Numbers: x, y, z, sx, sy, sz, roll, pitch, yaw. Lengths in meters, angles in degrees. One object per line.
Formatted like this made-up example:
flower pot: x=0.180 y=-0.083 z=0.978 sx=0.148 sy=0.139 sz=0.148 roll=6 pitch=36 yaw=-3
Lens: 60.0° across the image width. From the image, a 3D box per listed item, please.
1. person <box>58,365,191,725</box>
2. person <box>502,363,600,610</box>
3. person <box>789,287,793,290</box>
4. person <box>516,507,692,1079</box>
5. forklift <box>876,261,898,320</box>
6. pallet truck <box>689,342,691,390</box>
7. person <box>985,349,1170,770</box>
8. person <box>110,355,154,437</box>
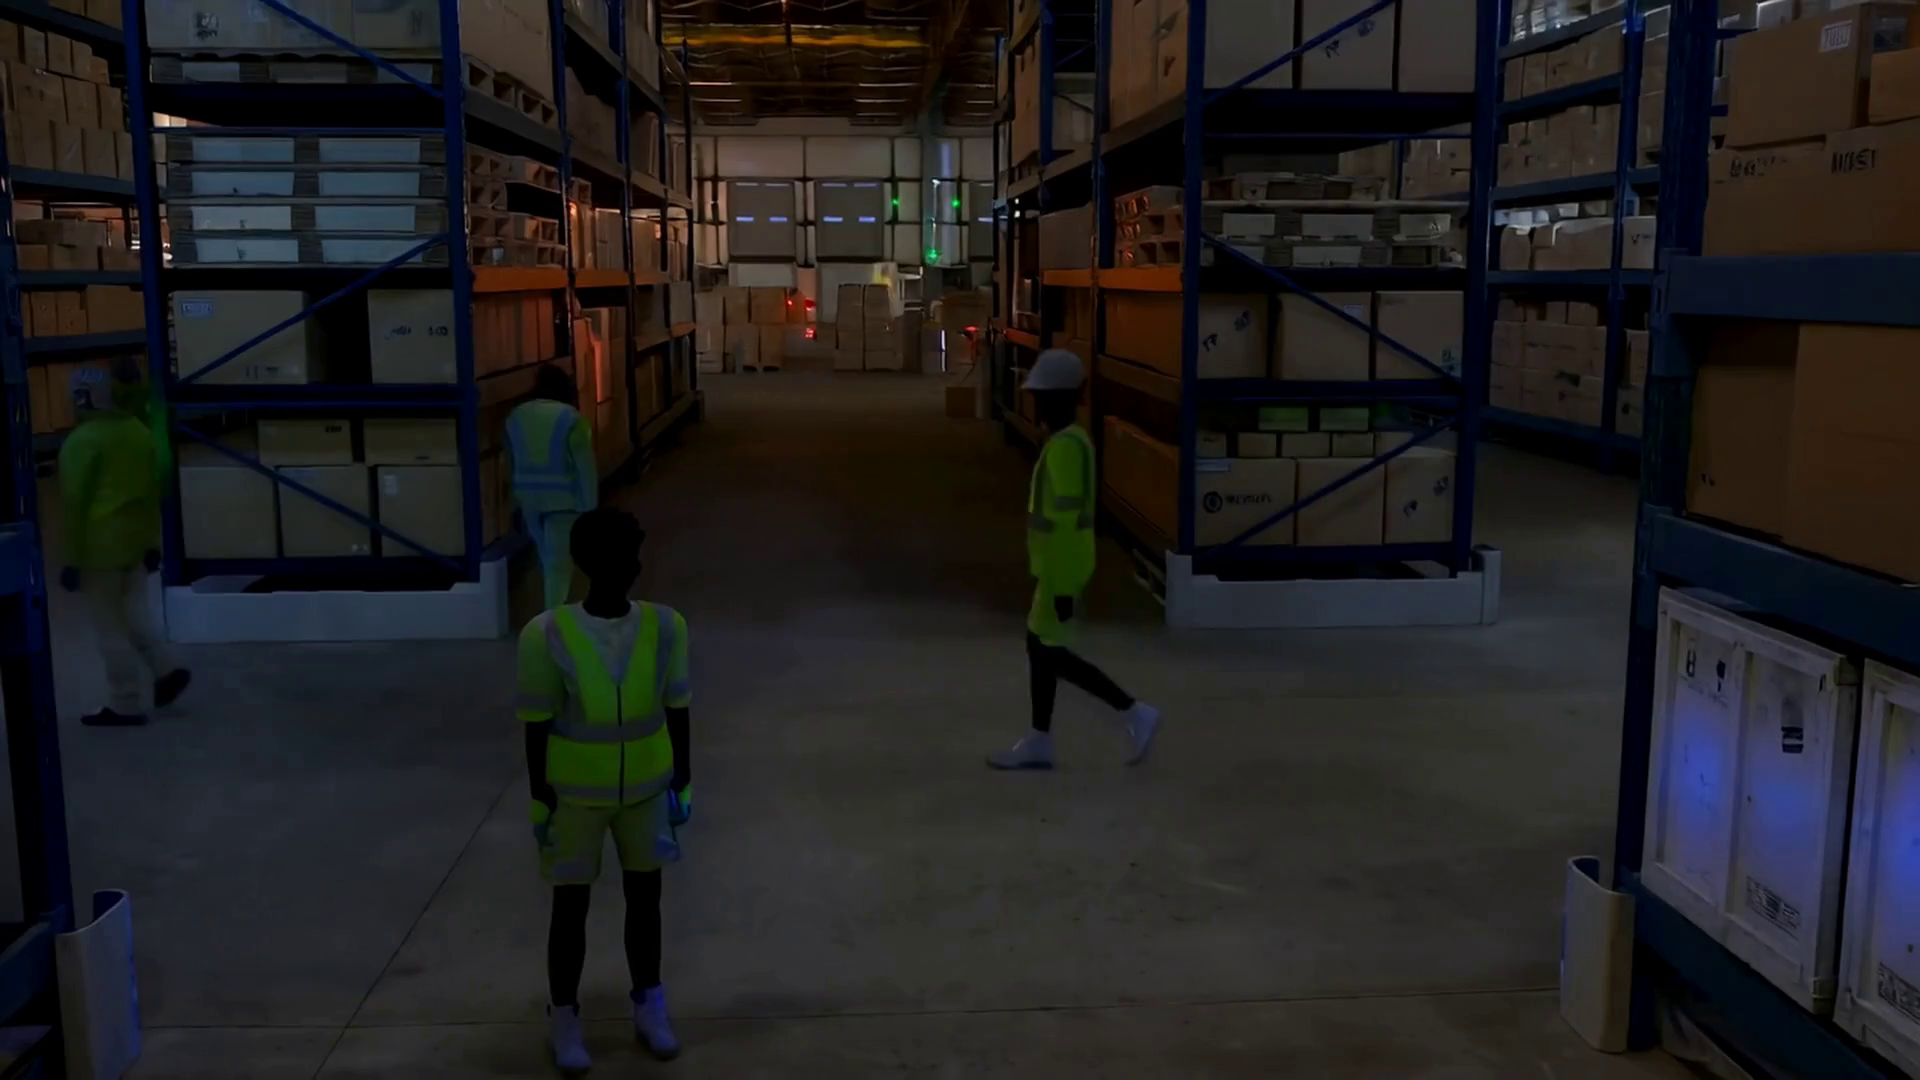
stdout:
person: x=-4.427 y=0.040 z=8.668 sx=0.449 sy=1.895 sz=0.644 roll=0 pitch=9 yaw=3
person: x=-2.550 y=-0.217 z=10.585 sx=0.676 sy=1.797 sz=0.836 roll=4 pitch=10 yaw=21
person: x=-5.979 y=-7.935 z=58.590 sx=0.552 sy=1.942 sz=0.342 roll=-4 pitch=10 yaw=-25
person: x=-1.038 y=0.736 z=4.940 sx=0.535 sy=1.694 sz=0.319 roll=-5 pitch=10 yaw=-29
forklift: x=-2.436 y=-7.880 z=55.309 sx=1.873 sy=2.768 sz=1.129 roll=-6 pitch=11 yaw=-32
pallet truck: x=-5.225 y=-3.008 z=27.480 sx=1.885 sy=1.965 sz=0.823 roll=2 pitch=9 yaw=14
person: x=0.550 y=0.123 z=7.765 sx=0.800 sy=2.022 sz=0.611 roll=1 pitch=9 yaw=7
person: x=-7.934 y=-0.968 z=15.915 sx=0.523 sy=1.585 sz=0.825 roll=-1 pitch=9 yaw=-6
